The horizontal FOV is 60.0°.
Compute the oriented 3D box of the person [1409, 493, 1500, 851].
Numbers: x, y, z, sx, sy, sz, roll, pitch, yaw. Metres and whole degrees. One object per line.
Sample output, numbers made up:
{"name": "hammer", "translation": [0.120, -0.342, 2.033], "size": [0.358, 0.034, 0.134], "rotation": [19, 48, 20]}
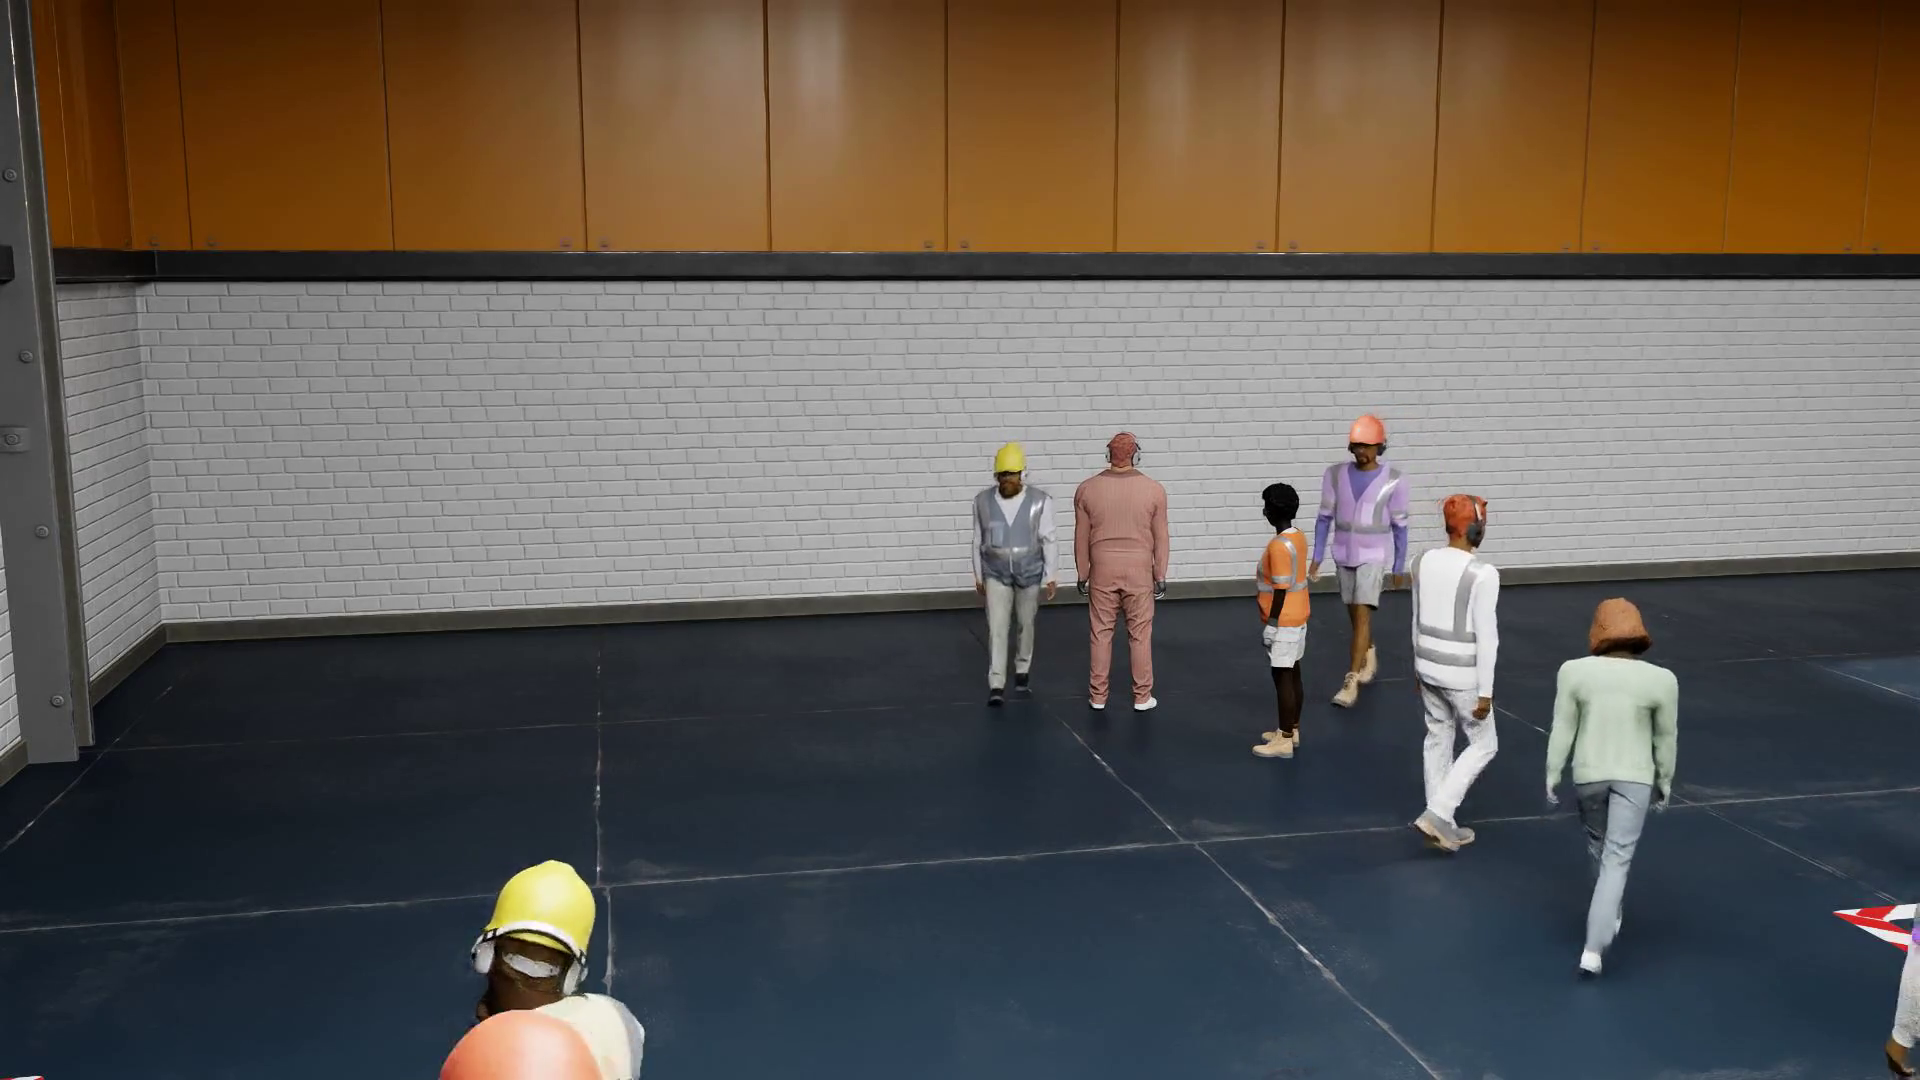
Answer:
{"name": "person", "translation": [2.523, 0.690, 8.508], "size": [0.424, 1.872, 0.578], "rotation": [-6, 11, -31]}

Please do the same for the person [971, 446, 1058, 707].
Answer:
{"name": "person", "translation": [0.371, 0.237, 11.522], "size": [0.603, 1.785, 0.921], "rotation": [1, 9, 5]}

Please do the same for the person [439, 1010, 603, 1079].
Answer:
{"name": "person", "translation": [-0.518, 1.644, 2.435], "size": [0.651, 1.951, 0.535], "rotation": [-6, 11, -32]}

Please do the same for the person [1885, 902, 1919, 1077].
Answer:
{"name": "person", "translation": [2.825, 1.328, 4.482], "size": [0.566, 1.900, 0.890], "rotation": [2, 10, 14]}

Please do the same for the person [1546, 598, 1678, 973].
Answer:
{"name": "person", "translation": [2.814, 1.045, 7.219], "size": [0.504, 1.590, 0.857], "rotation": [6, 11, 33]}

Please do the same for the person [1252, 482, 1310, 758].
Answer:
{"name": "person", "translation": [1.981, 0.491, 10.236], "size": [0.321, 1.694, 0.529], "rotation": [4, 10, 23]}

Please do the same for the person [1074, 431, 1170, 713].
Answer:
{"name": "person", "translation": [1.094, 0.220, 11.244], "size": [0.641, 1.908, 0.407], "rotation": [2, 9, 10]}

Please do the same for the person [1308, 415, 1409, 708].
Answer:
{"name": "person", "translation": [2.828, 0.109, 11.693], "size": [0.612, 1.998, 1.061], "rotation": [7, 12, 36]}

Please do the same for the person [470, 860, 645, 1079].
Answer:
{"name": "person", "translation": [-0.881, 1.572, 3.384], "size": [0.405, 1.787, 0.672], "rotation": [3, 10, 18]}
